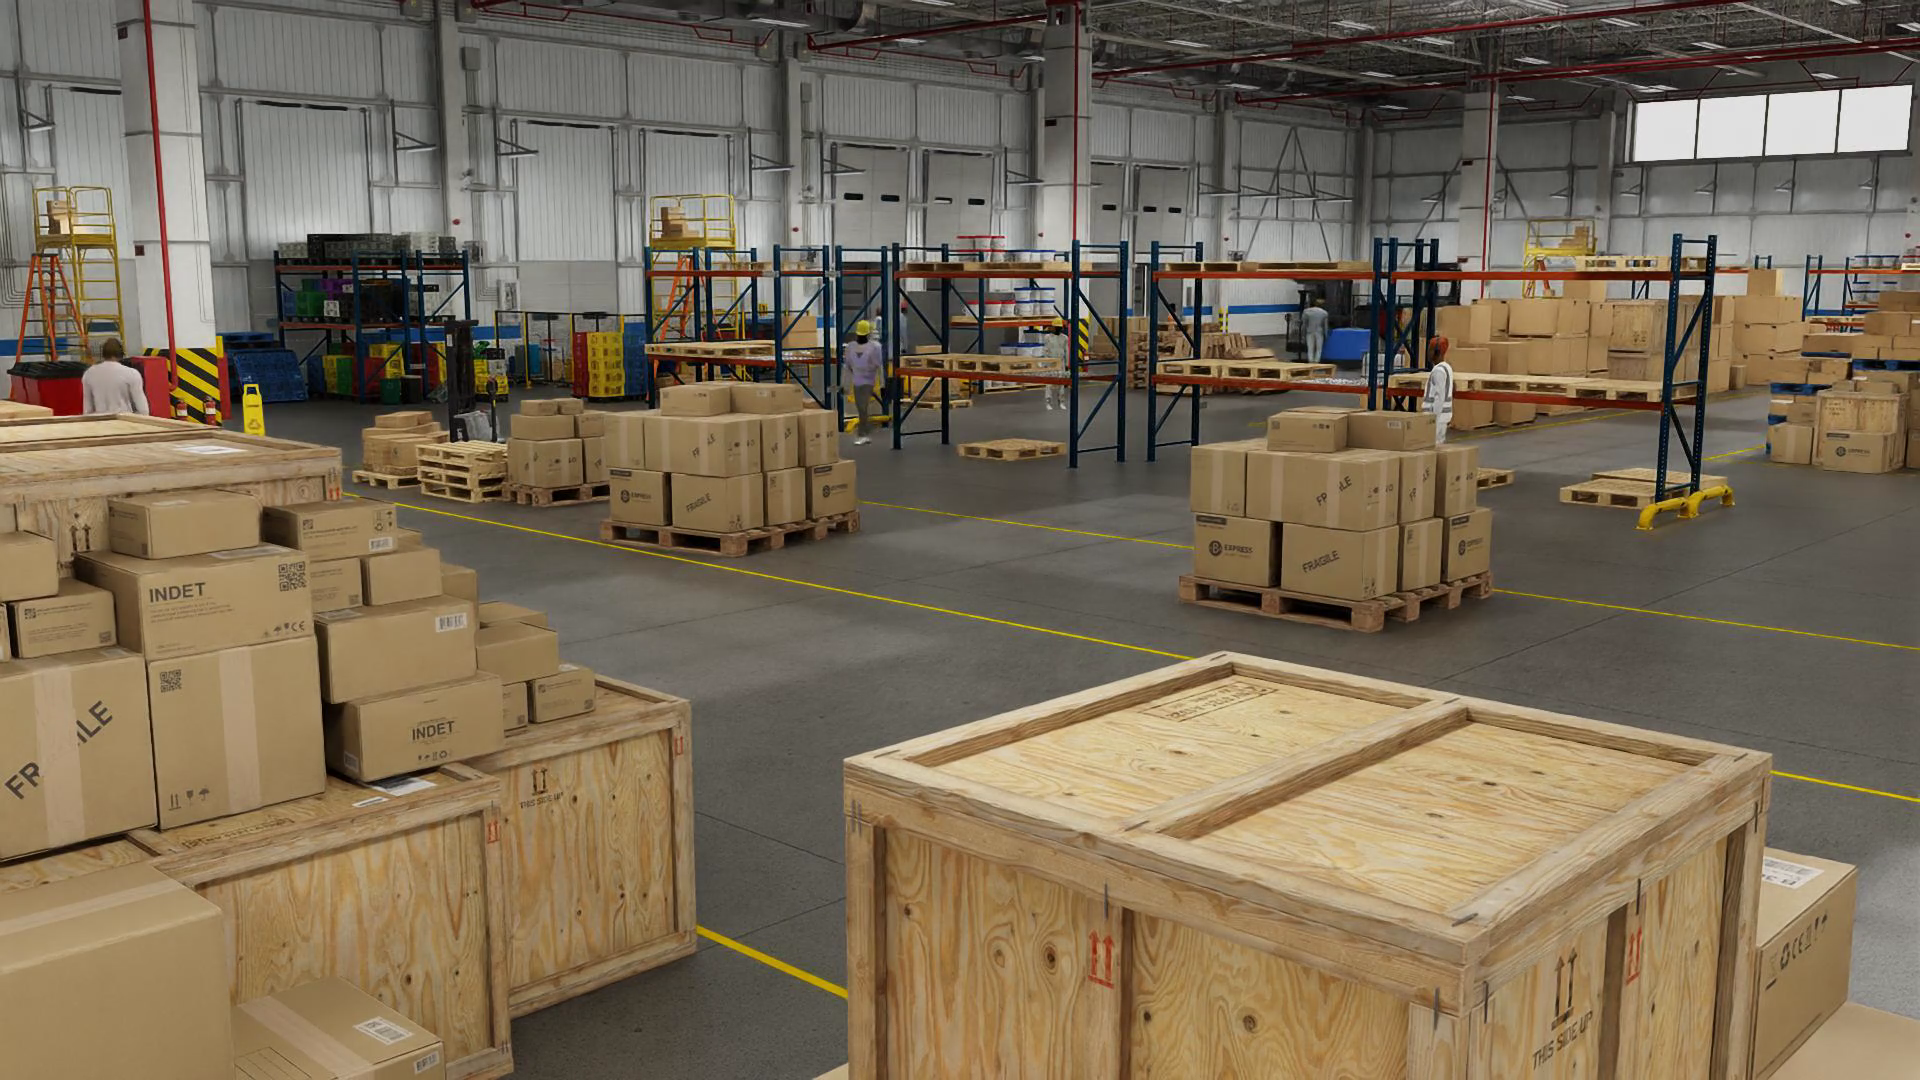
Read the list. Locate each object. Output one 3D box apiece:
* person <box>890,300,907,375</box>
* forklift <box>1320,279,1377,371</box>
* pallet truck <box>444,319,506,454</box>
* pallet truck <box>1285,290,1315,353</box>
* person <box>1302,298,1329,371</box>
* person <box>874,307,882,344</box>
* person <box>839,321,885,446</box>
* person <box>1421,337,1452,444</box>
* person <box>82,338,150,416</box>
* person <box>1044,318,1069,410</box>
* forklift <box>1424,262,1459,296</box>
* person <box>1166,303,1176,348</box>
[{"bbox_3d":[-1.329,-5.046,41.547,1.012,1.892,0.545,-7,12,-38],"label":"person"},{"bbox_3d":[9.936,-5.878,43.584,1.873,2.768,1.129,9,13,43],"label":"forklift"},{"bbox_3d":[-6.981,-1.942,22.150,1.885,1.965,0.823,1,9,9],"label":"pallet truck"},{"bbox_3d":[11.297,-6.951,52.861,1.885,1.965,0.823,-5,11,-29],"label":"pallet truck"},{"bbox_3d":[9.207,-5.312,43.142,0.661,1.897,0.535,3,10,20],"label":"person"},{"bbox_3d":[-2.147,-5.380,44.361,0.314,1.633,0.520,-1,9,-8],"label":"person"},{"bbox_3d":[-1.494,-2.353,25.013,0.705,1.875,0.696,4,10,24],"label":"person"},{"bbox_3d":[5.440,-1.373,19.010,0.346,1.882,0.584,3,10,21],"label":"person"},{"bbox_3d":[-9.168,-1.256,18.246,0.647,1.892,0.968,1,9,6],"label":"person"},{"bbox_3d":[1.820,-3.324,31.420,0.484,1.739,0.319,-2,9,-11],"label":"person"},{"bbox_3d":[13.053,-6.141,45.195,1.129,2.768,1.873,4,10,24],"label":"forklift"},{"bbox_3d":[5.927,-5.797,46.708,0.318,1.697,0.535,0,9,2],"label":"person"}]
